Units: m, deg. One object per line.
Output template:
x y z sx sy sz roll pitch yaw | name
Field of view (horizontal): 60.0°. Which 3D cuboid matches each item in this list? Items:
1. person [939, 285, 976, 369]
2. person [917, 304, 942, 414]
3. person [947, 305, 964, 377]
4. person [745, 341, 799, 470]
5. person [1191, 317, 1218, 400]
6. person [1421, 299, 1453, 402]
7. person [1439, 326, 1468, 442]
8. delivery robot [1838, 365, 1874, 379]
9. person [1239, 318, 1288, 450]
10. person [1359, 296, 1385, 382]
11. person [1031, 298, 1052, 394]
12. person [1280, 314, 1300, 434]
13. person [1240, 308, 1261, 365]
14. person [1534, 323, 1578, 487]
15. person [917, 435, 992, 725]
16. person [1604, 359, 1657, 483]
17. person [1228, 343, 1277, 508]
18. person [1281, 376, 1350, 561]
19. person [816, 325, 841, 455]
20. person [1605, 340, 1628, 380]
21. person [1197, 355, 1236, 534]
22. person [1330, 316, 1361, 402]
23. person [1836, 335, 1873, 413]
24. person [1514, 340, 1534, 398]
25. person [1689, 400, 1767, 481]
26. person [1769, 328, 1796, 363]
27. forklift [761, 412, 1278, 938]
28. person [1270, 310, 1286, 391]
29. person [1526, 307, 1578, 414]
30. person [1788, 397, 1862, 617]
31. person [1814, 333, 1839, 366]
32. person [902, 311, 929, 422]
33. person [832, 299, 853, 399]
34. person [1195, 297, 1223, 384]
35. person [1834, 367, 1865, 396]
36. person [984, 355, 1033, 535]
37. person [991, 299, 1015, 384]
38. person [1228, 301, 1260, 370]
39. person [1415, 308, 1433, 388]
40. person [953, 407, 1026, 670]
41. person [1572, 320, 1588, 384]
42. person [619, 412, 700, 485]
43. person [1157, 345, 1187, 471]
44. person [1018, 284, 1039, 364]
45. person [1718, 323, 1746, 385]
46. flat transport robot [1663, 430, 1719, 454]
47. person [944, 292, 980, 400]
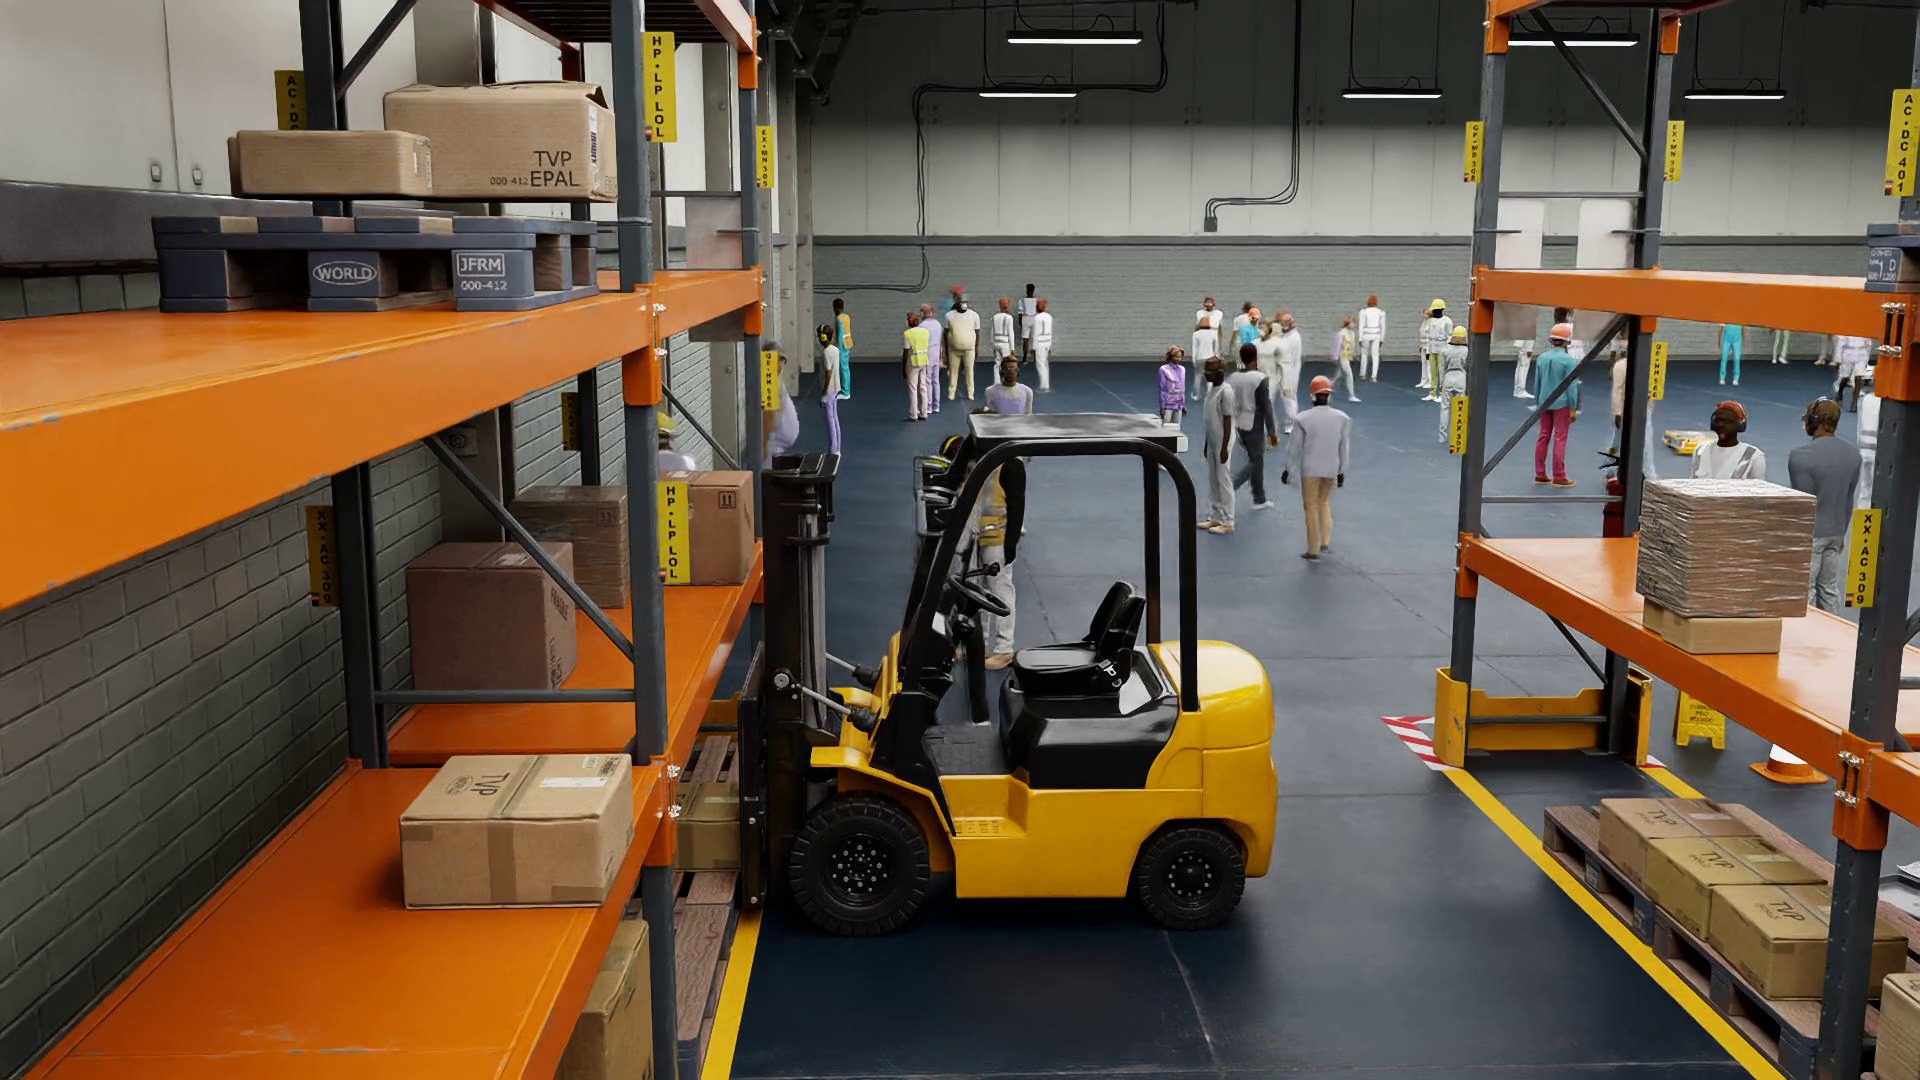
-0.140 -4.953 38.867 1.084 1.988 0.629 5 11 26 | person
-0.580 -3.140 28.941 0.400 1.905 0.643 6 12 31 | person
-0.052 -4.470 37.041 0.549 1.646 0.865 5 11 27 | person
-1.901 -1.031 16.806 0.561 2.000 0.844 -2 10 -13 | person
4.554 -3.362 31.038 0.512 1.593 0.834 -1 10 -3 | person
8.935 -3.540 31.106 0.381 1.923 0.591 -5 11 -25 | person
7.397 -2.314 24.814 0.485 1.737 0.319 5 11 25 | person
18.541 -3.478 34.314 0.707 0.478 0.477 2 11 13 | delivery robot
4.255 -2.196 23.681 0.991 1.894 0.654 -8 13 -38 | person
8.846 -4.333 35.791 0.586 1.822 1.001 0 10 -1 | person
1.614 -3.833 32.881 0.386 1.888 0.585 6 12 31 | person
5.138 -2.616 26.130 0.397 1.873 0.769 2 10 10 | person
5.535 -3.501 31.399 0.568 1.747 0.345 -7 12 -35 | person
7.298 -1.646 20.346 0.370 1.996 0.622 -5 12 -28 | person
-0.059 0.276 10.079 0.519 1.840 0.816 -6 12 -32 | person
8.120 -1.556 20.044 0.615 1.930 1.068 -1 10 -6 | person
3.206 -1.243 18.445 0.842 1.876 0.600 -5 11 -26 | person
3.326 -0.675 15.649 0.585 1.738 0.458 -3 11 -18 | person
-1.809 -2.009 22.746 0.328 1.865 0.520 2 10 11 | person
14.217 -4.394 35.828 0.544 1.939 0.354 5 11 27 | person
2.651 -0.981 17.110 0.349 1.837 0.502 -3 11 -15 | person
7.216 -3.418 31.341 0.826 1.601 0.523 9 13 40 | person
15.746 -3.213 29.304 0.554 1.922 0.728 3 11 17 | person
10.884 -3.704 32.034 0.386 1.918 0.590 1 10 6 | person
5.360 -0.046 11.753 0.349 1.884 0.584 -6 12 -31 | person
20.258 -5.268 40.944 0.388 1.856 0.649 -8 13 -37 | person
0.291 0.548 7.580 2.313 2.155 1.214 0 10 -2 | forklift
6.412 -3.764 33.170 0.537 1.622 0.414 -4 11 -21 | person
10.373 -3.132 28.984 0.951 1.876 0.598 6 12 29 | person
5.864 -0.015 11.429 0.635 1.939 0.361 -5 11 -26 | person
21.097 -5.248 40.294 0.537 2.000 0.682 -5 11 -28 | person
-0.726 -2.882 27.699 0.560 1.837 0.390 -10 14 -43 | person
-2.246 -3.636 31.674 0.391 1.913 0.588 2 10 9 | person
5.231 -4.195 34.975 0.572 1.843 0.373 2 10 12 | person
17.466 -3.692 32.552 0.496 1.713 0.832 -3 11 -16 | person
0.492 -0.958 16.943 0.506 1.847 0.345 -1 10 -5 | person
0.849 -3.748 32.373 0.354 1.886 0.572 -9 14 -41 | person
5.621 -3.812 32.890 0.639 1.823 0.435 1 10 4 | person
9.569 -3.926 34.050 0.307 1.639 0.525 -2 10 -11 | person
0.181 -0.015 11.700 0.428 1.842 0.631 -8 13 -37 | person
13.064 -4.143 35.000 0.504 1.729 0.548 -9 13 -41 | person
-2.134 0.014 11.727 0.669 1.805 0.600 -4 11 -21 | person
2.778 -1.731 21.822 0.513 1.640 0.309 -10 14 -44 | person
1.716 -5.282 40.693 0.608 1.965 0.365 -1 10 -7 | person
16.122 -4.141 34.731 0.530 1.833 0.375 6 12 29 | person
10.547 -1.405 23.815 0.652 0.197 1.431 2 10 12 | flat transport robot
0.030 -3.660 31.449 0.688 2.000 0.539 0 10 2 | person
